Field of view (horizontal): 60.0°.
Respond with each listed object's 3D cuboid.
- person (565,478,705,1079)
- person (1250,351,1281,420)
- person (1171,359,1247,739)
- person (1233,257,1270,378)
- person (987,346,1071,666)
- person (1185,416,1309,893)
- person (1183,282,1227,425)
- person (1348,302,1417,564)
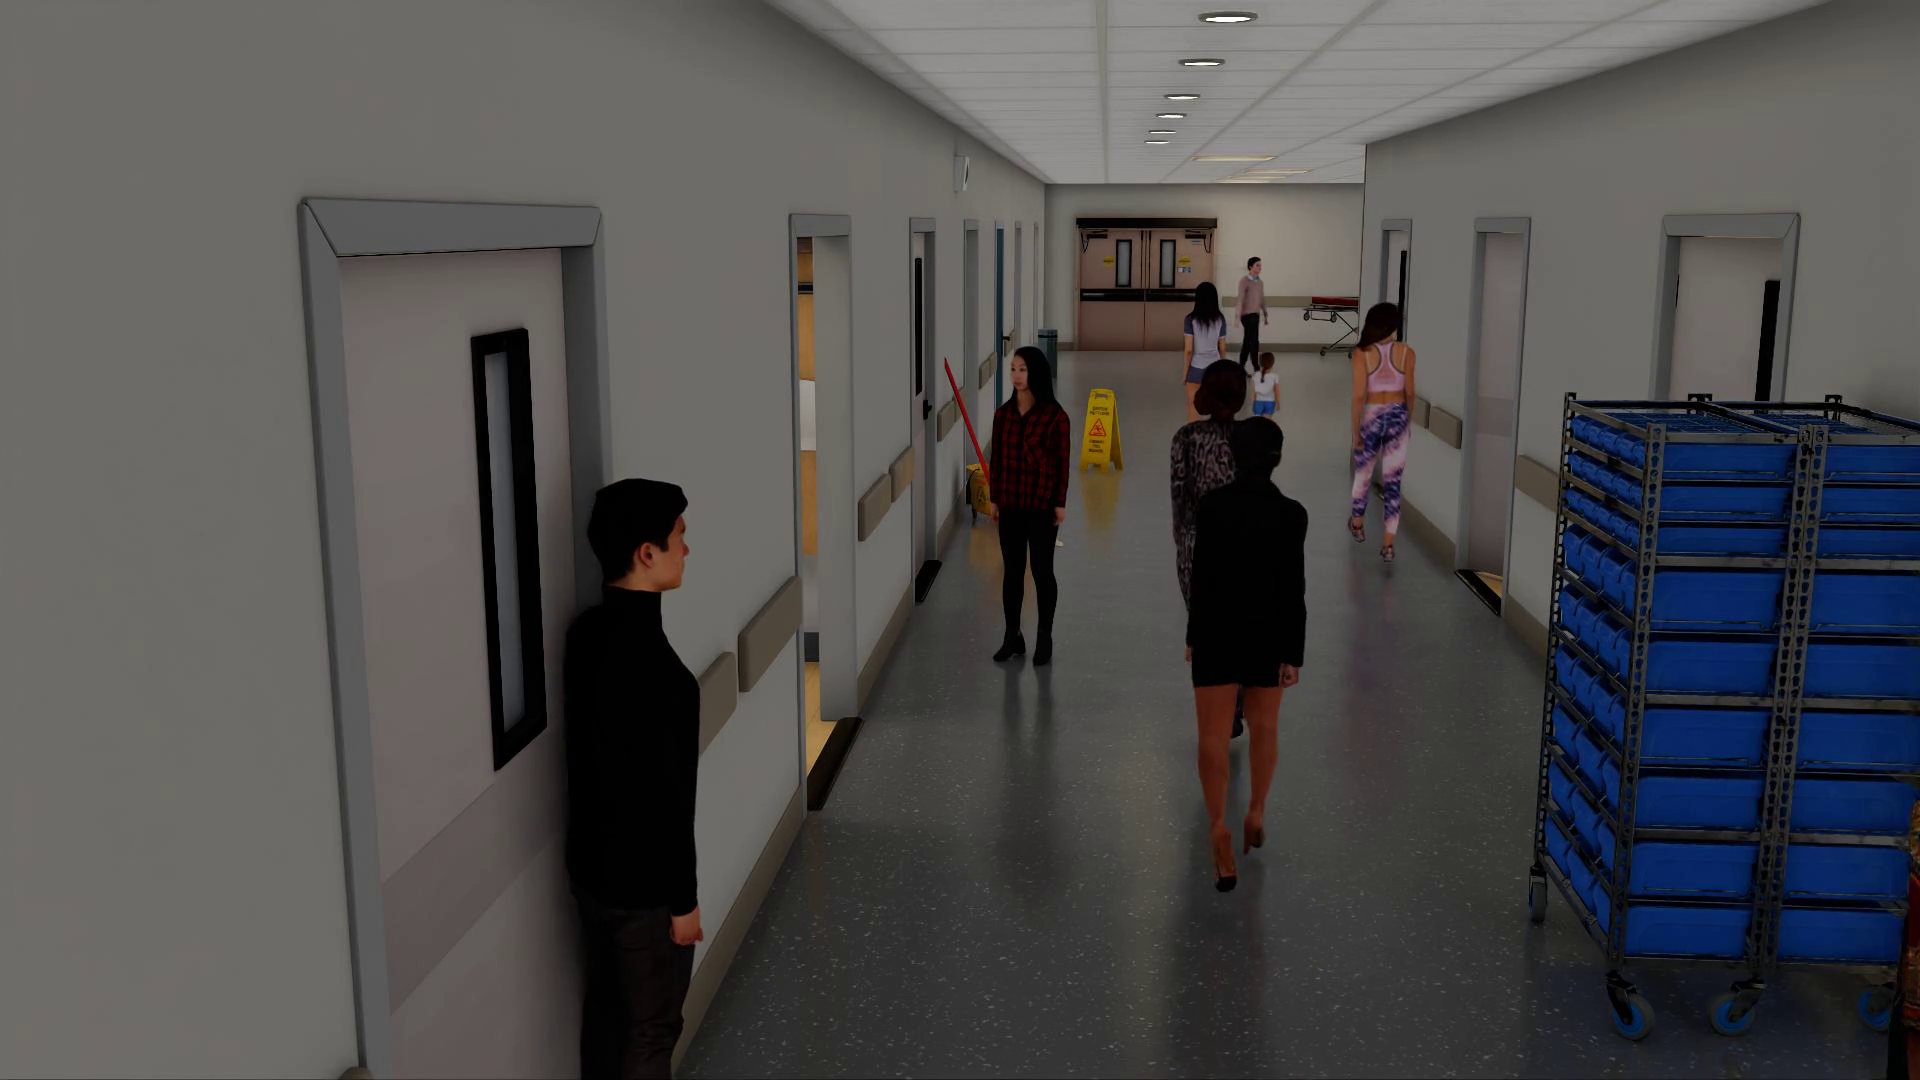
[{"bbox_3d":[-0.748,0.713,3.786,0.769,1.719,0.676,-7,13,-33],"label":"person"},{"bbox_3d":[3.058,-1.377,16.742,0.585,0.995,0.781,5,12,25],"label":"person"},{"bbox_3d":[1.081,0.108,7.022,0.564,1.700,0.635,1,11,7],"label":"person"},{"bbox_3d":[4.257,-3.287,24.692,1.011,1.783,1.077,-9,14,-39],"label":"person"},{"bbox_3d":[0.364,-0.183,8.674,0.653,1.656,0.629,5,12,25],"label":"person"},{"bbox_3d":[0.951,0.416,5.649,0.599,1.607,1.014,2,11,8],"label":"person"},{"bbox_3d":[2.350,-1.619,16.032,0.650,1.734,0.630,-3,11,-16],"label":"person"},{"bbox_3d":[2.860,-0.684,11.169,0.624,1.711,1.186,1,11,8],"label":"person"}]
